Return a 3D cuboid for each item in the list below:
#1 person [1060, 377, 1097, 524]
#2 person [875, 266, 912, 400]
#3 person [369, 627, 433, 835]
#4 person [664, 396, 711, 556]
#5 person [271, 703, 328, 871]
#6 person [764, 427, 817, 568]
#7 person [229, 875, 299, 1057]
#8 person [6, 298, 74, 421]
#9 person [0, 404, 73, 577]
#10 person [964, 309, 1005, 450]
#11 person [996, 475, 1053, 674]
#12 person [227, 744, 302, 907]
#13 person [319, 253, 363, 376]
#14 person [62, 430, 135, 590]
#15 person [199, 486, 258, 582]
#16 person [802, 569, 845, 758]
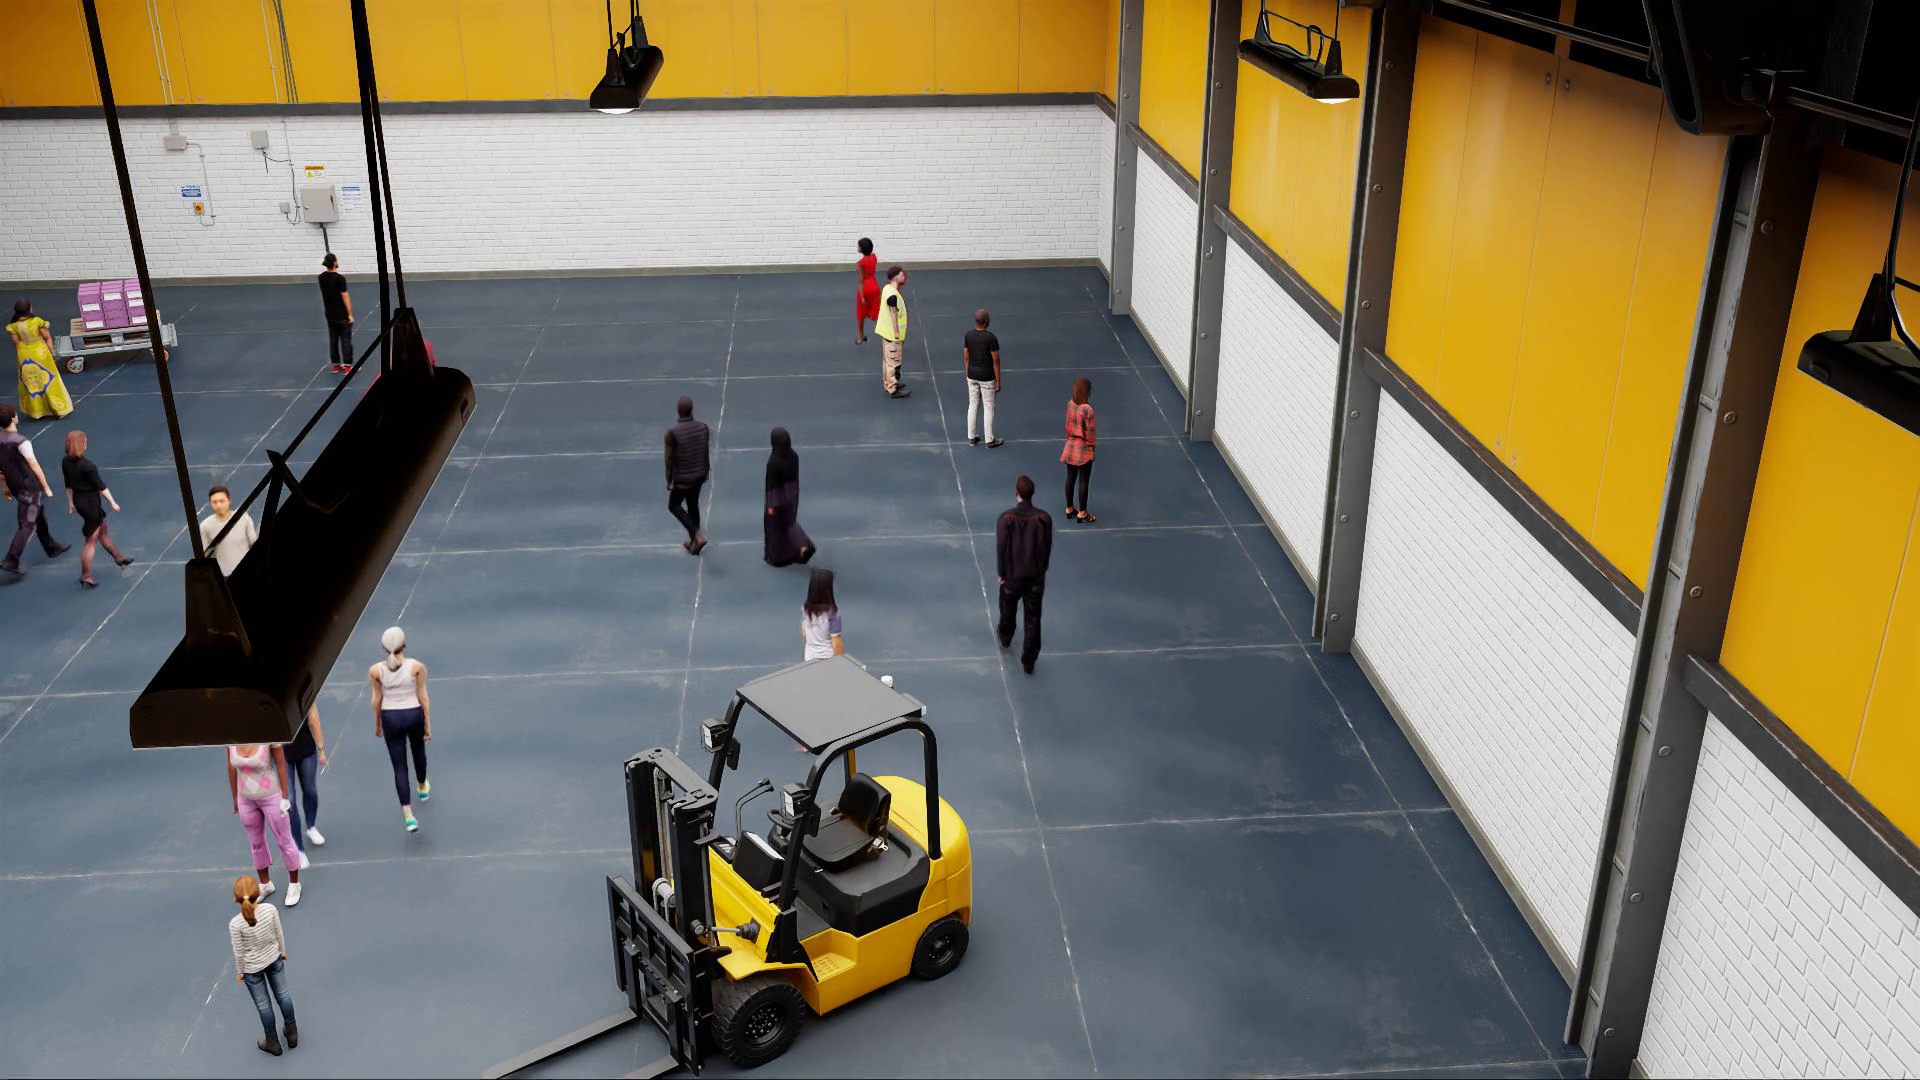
[{"bbox_3d":[1.363,-1.032,18.986,0.759,1.700,0.657,-17,29,-33],"label":"person"},{"bbox_3d":[-0.918,-2.899,23.081,0.784,1.842,0.662,-5,24,-12],"label":"person"},{"bbox_3d":[-4.412,1.529,13.174,0.770,1.662,1.197,-7,25,-16],"label":"person"},{"bbox_3d":[-2.904,-0.651,17.960,0.920,1.823,0.986,-18,29,-35],"label":"person"},{"bbox_3d":[-5.180,1.634,12.884,0.821,1.702,0.953,-15,28,-31],"label":"person"},{"bbox_3d":[-1.844,-0.432,17.733,0.962,1.604,0.926,16,28,32],"label":"person"},{"bbox_3d":[-4.531,2.756,10.800,0.606,1.315,0.554,22,32,40],"label":"person"},{"bbox_3d":[-12.342,-2.420,22.212,0.877,1.660,0.806,-4,24,-10],"label":"person"},{"bbox_3d":[-9.998,-0.508,17.636,1.034,1.821,1.255,11,26,23],"label":"person"},{"bbox_3d":[0.278,-2.063,21.215,0.757,1.805,0.785,13,27,26],"label":"person"},{"bbox_3d":[0.609,0.361,15.580,0.696,1.876,1.051,-3,24,-6],"label":"person"},{"bbox_3d":[-5.129,1.899,12.230,0.603,1.740,0.548,1,24,3],"label":"person"},{"bbox_3d":[-8.993,-3.267,24.033,0.697,1.754,0.683,9,25,20],"label":"person"},{"bbox_3d":[-9.127,-0.286,17.312,0.890,1.674,1.034,12,26,25],"label":"person"},{"bbox_3d":[-6.900,0.297,15.842,0.827,1.783,1.035,-8,25,-18],"label":"person"},{"bbox_3d":[-1.173,1.048,14.188,0.662,1.731,0.706,16,28,32],"label":"person"}]
